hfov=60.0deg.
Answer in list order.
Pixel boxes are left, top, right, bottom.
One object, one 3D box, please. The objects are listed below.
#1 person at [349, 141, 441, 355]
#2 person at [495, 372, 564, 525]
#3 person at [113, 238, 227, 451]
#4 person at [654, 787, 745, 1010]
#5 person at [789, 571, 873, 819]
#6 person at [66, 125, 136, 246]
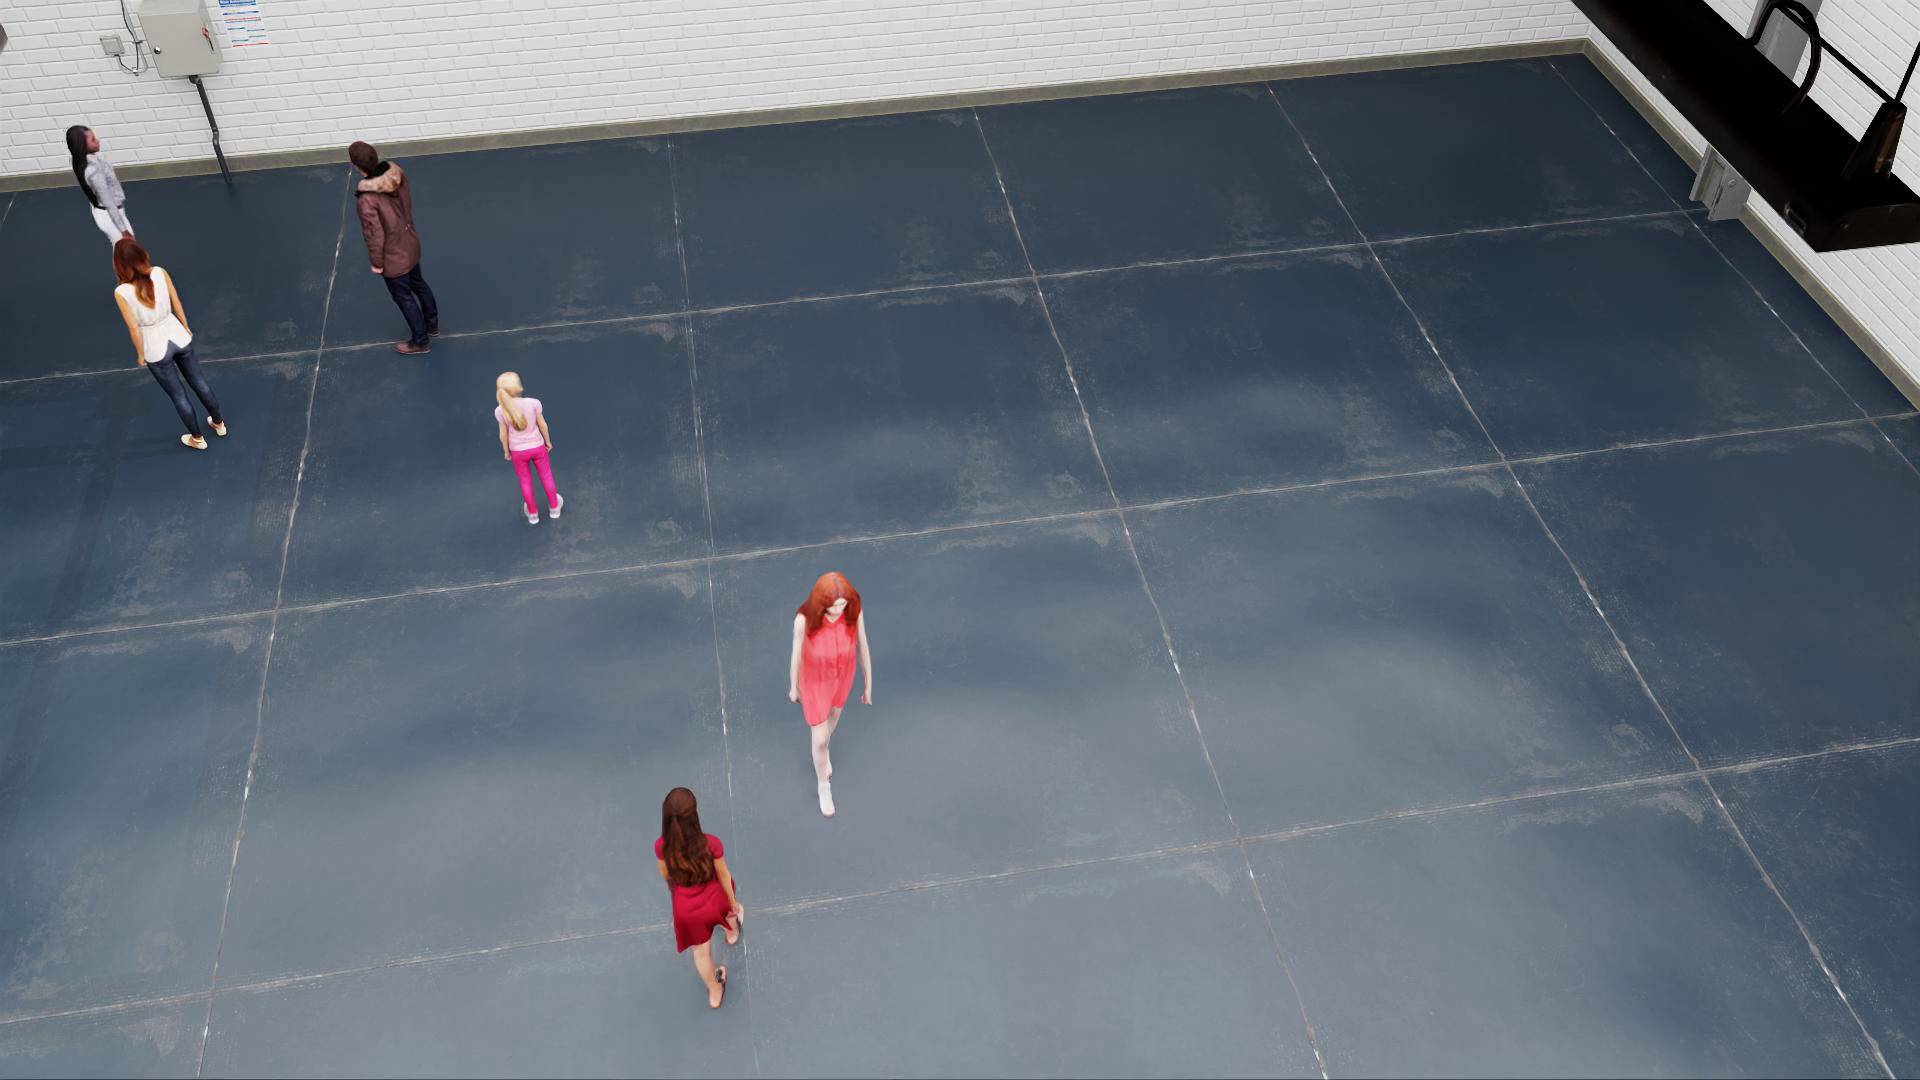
[{"bbox_3d":[-4.408,-2.285,12.997,0.906,1.845,0.753,8,44,8],"label":"person"},{"bbox_3d":[-3.048,-0.661,11.707,0.509,1.271,0.521,-13,45,-13],"label":"person"},{"bbox_3d":[-5.782,-1.420,12.132,0.714,1.785,0.664,28,50,26],"label":"person"},{"bbox_3d":[-1.383,1.952,8.780,0.611,1.526,0.896,-1,44,-1],"label":"person"},{"bbox_3d":[-0.802,0.771,9.820,0.711,1.801,0.834,-14,45,-14],"label":"person"},{"bbox_3d":[-6.826,-2.577,13.393,0.797,1.721,0.624,-28,50,-26],"label":"person"}]
